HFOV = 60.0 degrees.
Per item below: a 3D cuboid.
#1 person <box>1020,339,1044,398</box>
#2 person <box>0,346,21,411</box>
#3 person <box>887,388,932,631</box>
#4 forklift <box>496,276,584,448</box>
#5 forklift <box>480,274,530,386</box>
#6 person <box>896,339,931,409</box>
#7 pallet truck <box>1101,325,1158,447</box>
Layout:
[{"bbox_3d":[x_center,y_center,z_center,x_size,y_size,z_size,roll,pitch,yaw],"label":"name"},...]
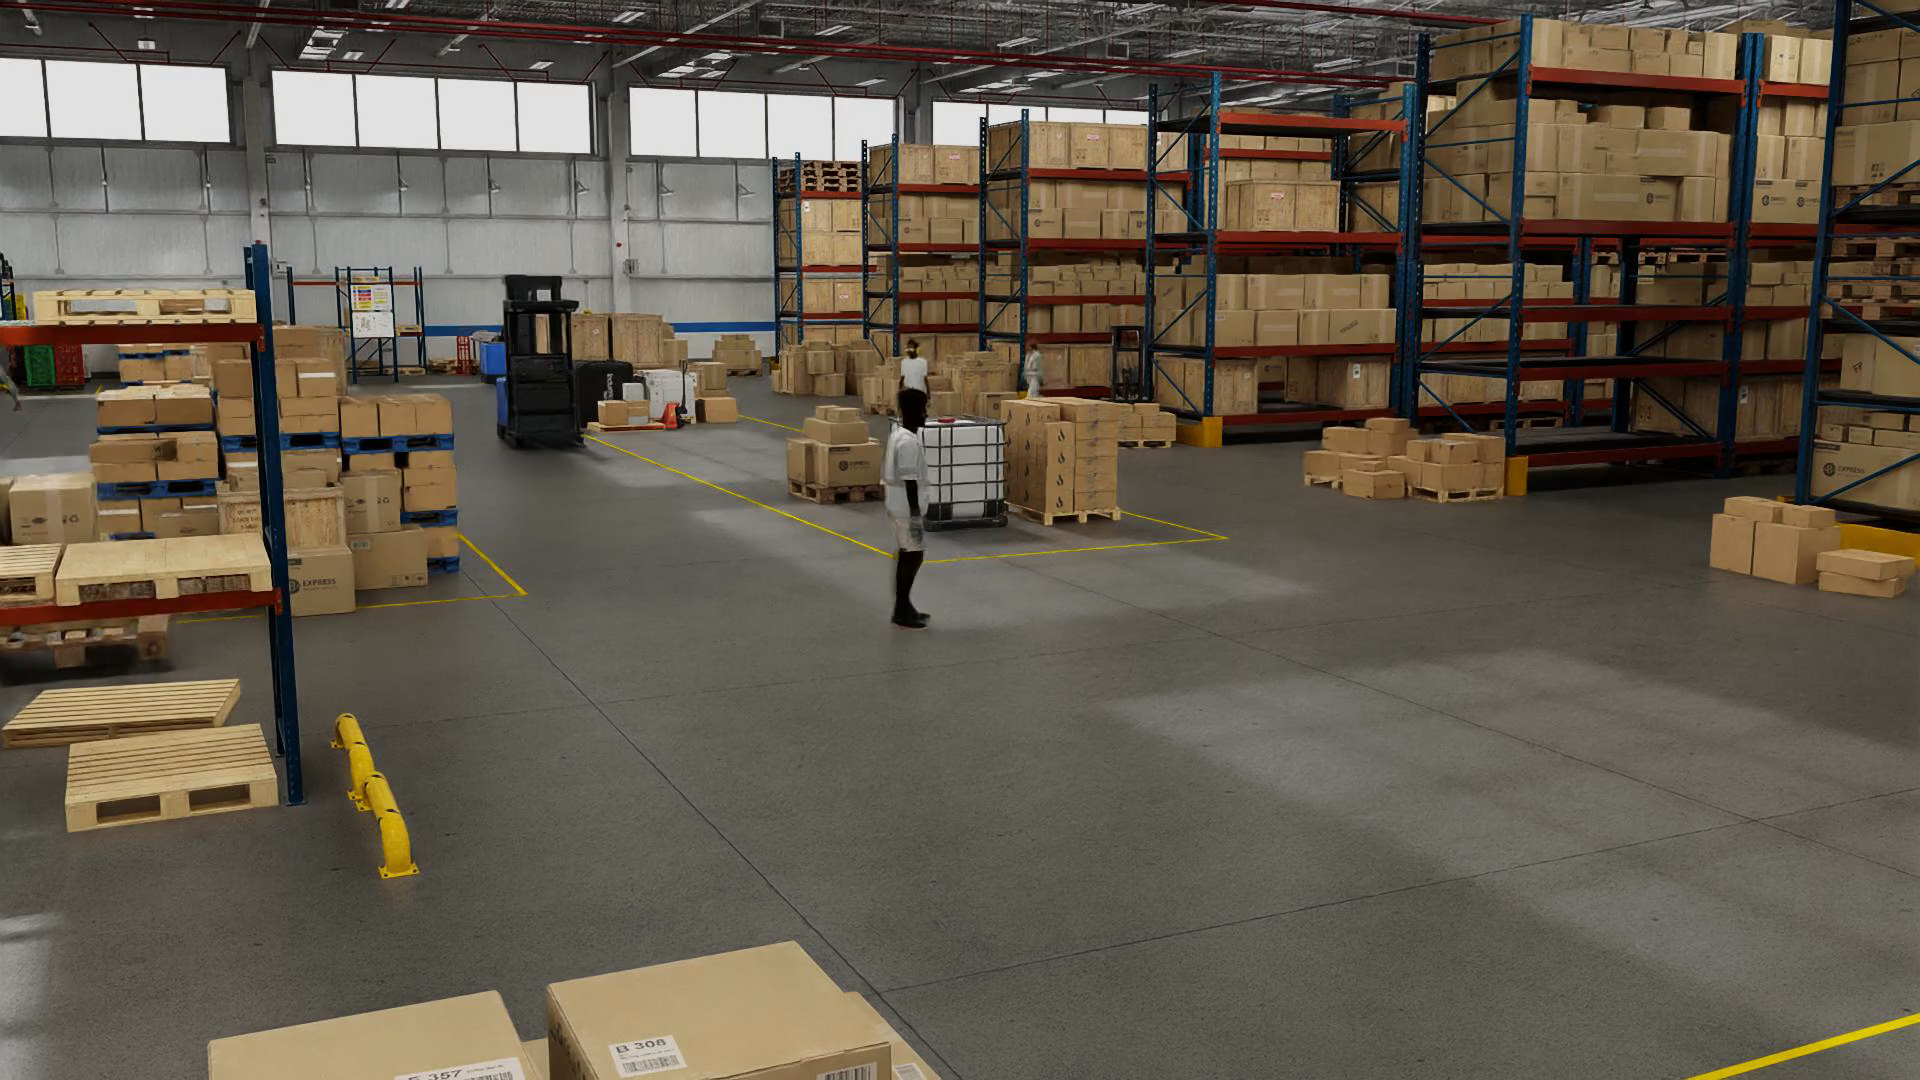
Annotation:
[{"bbox_3d":[1.348,-3.061,32.072,0.864,1.589,0.544,-4,10,-25],"label":"person"},{"bbox_3d":[-20.036,-3.594,34.479,0.707,1.865,1.030,3,10,18],"label":"person"},{"bbox_3d":[-0.412,-0.254,13.522,0.407,1.960,0.682,-2,9,-11],"label":"person"},{"bbox_3d":[-7.136,-3.034,27.911,1.129,2.768,1.873,-4,10,-25],"label":"forklift"},{"bbox_3d":[-11.255,-5.376,42.441,1.873,2.768,1.129,-4,10,-25],"label":"forklift"},{"bbox_3d":[-0.744,-2.329,26.824,0.527,1.827,0.997,6,11,35],"label":"person"},{"bbox_3d":[2.881,-2.596,27.923,0.823,1.965,1.885,-1,9,-7],"label":"pallet truck"}]
